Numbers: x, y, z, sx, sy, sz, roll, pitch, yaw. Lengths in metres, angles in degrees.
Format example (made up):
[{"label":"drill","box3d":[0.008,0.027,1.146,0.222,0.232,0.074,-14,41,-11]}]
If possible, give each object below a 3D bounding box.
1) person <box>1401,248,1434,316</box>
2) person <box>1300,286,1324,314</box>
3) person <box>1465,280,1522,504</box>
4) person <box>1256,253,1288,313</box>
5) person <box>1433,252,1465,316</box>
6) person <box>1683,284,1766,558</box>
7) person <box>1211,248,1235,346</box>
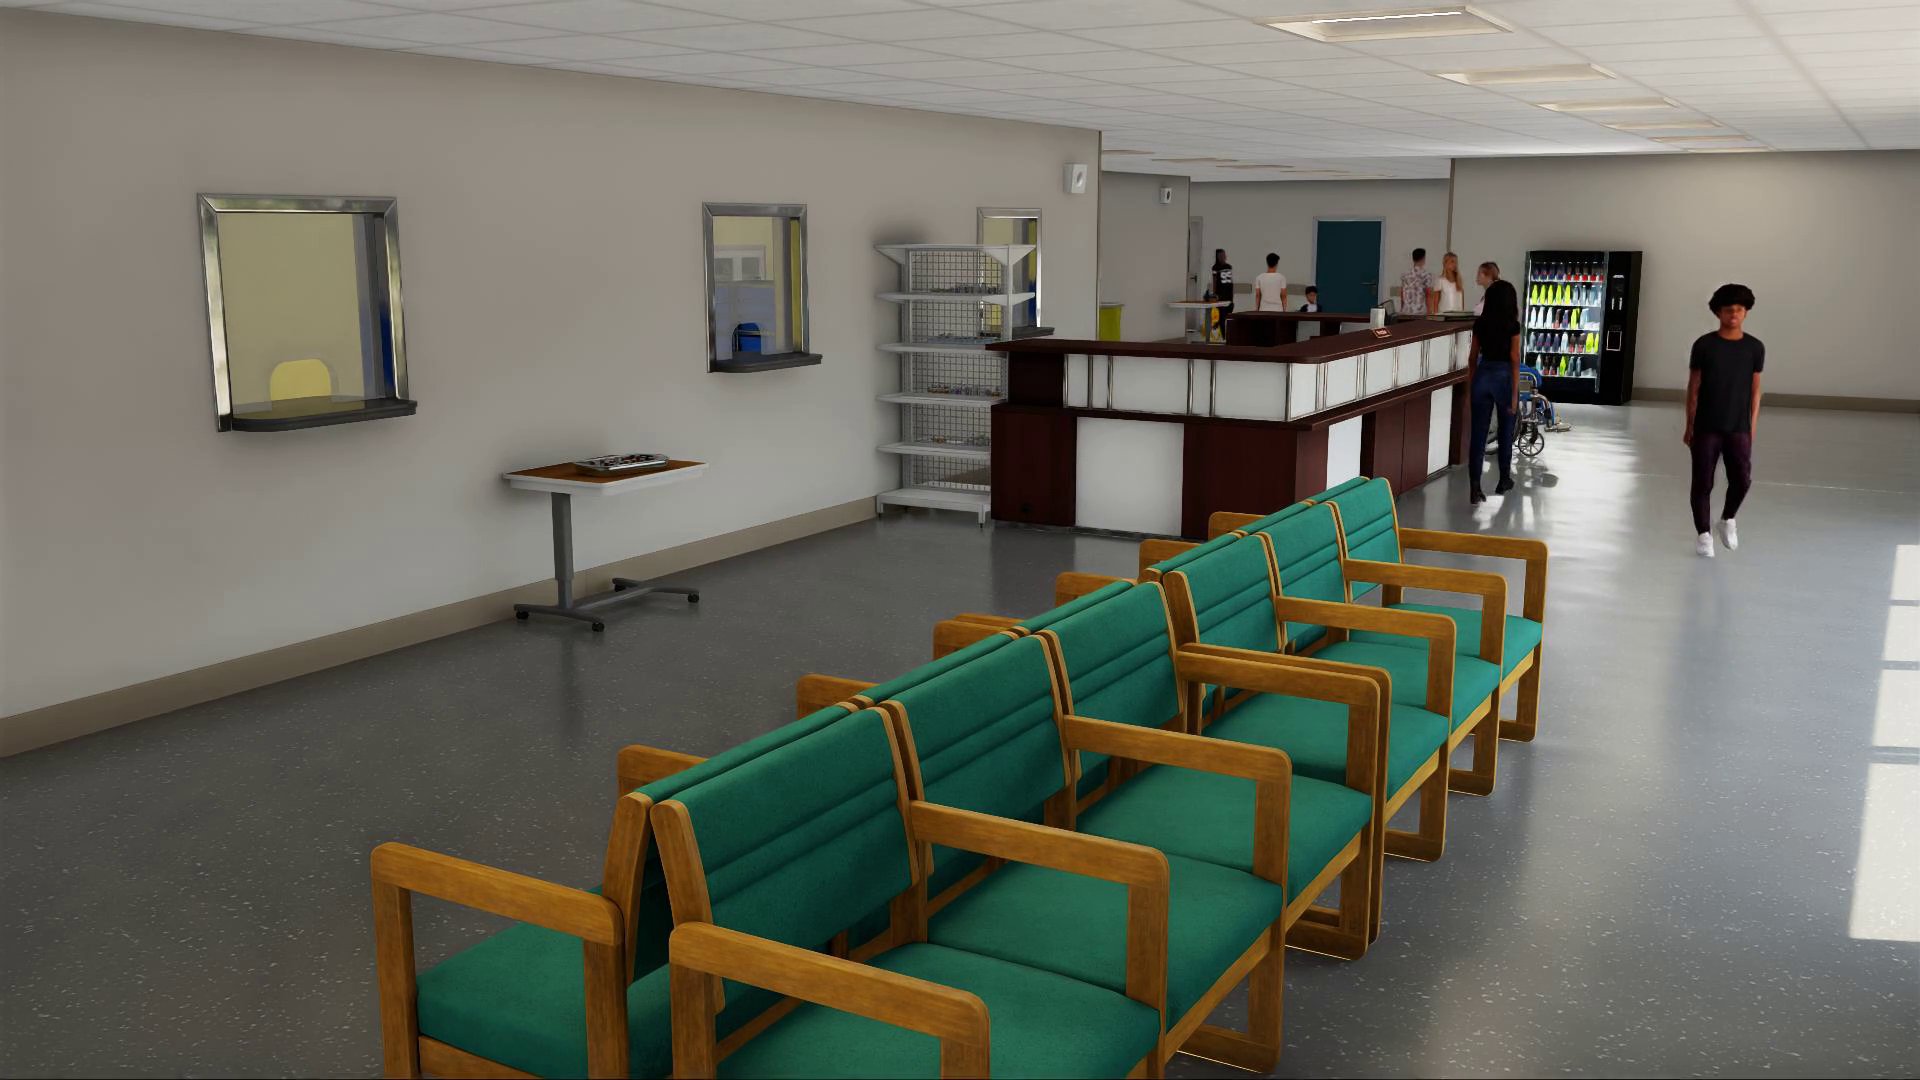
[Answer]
[{"label":"person","box3d":[6.569,-3.297,24.064,0.842,1.801,0.687,-10,15,-43]},{"label":"person","box3d":[5.419,-3.322,25.757,0.607,1.217,0.674,-1,11,-4]},{"label":"person","box3d":[4.033,-1.071,12.661,1.135,1.678,0.680,7,13,32]},{"label":"person","box3d":[4.711,-3.487,25.202,0.532,1.717,0.720,4,11,19]},{"label":"person","box3d":[6.120,-2.724,21.046,0.813,1.799,0.875,-3,11,-17]},{"label":"person","box3d":[4.982,-0.787,10.916,0.662,1.772,0.750,3,11,15]},{"label":"person","box3d":[4.674,-4.360,29.902,0.868,1.713,1.004,-7,13,-34]}]
